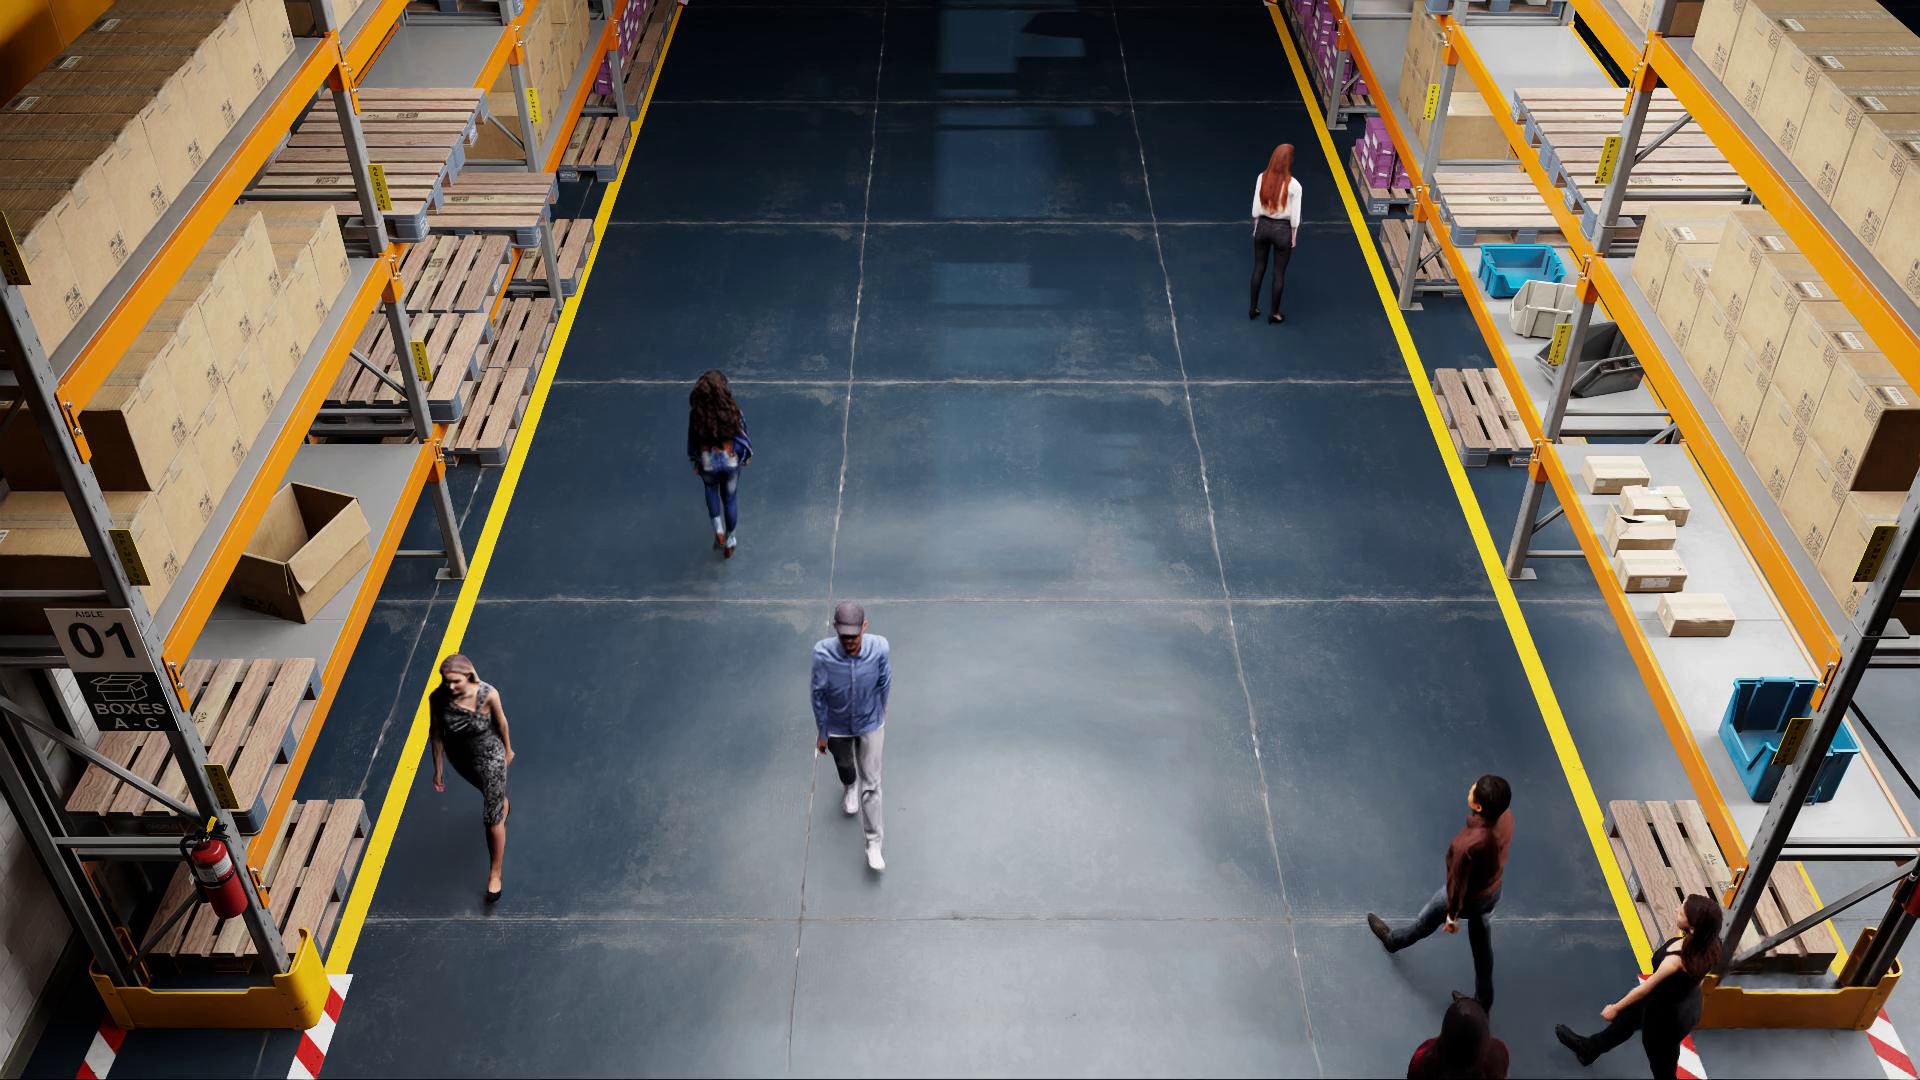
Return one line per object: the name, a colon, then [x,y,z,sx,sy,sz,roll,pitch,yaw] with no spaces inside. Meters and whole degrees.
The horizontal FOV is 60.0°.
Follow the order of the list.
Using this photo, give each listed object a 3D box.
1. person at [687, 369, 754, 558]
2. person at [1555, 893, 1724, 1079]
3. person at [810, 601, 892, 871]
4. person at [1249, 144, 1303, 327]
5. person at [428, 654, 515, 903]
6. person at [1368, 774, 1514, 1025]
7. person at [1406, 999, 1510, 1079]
person: [-1.816,-0.538,12.504,0.638,1.610,0.599,-2,39,-2]
person: [3.743,2.516,8.643,1.083,1.655,1.017,31,48,33]
person: [-0.677,1.060,10.313,0.713,1.847,1.127,-3,39,-4]
person: [2.868,-2.785,15.197,0.667,1.760,0.675,22,44,25]
person: [-2.931,1.269,10.199,0.620,1.662,1.075,3,39,4]
person: [2.893,2.021,9.206,1.059,1.727,1.212,-24,45,-27]
person: [2.385,2.908,8.089,0.723,1.733,1.012,-4,39,-5]
